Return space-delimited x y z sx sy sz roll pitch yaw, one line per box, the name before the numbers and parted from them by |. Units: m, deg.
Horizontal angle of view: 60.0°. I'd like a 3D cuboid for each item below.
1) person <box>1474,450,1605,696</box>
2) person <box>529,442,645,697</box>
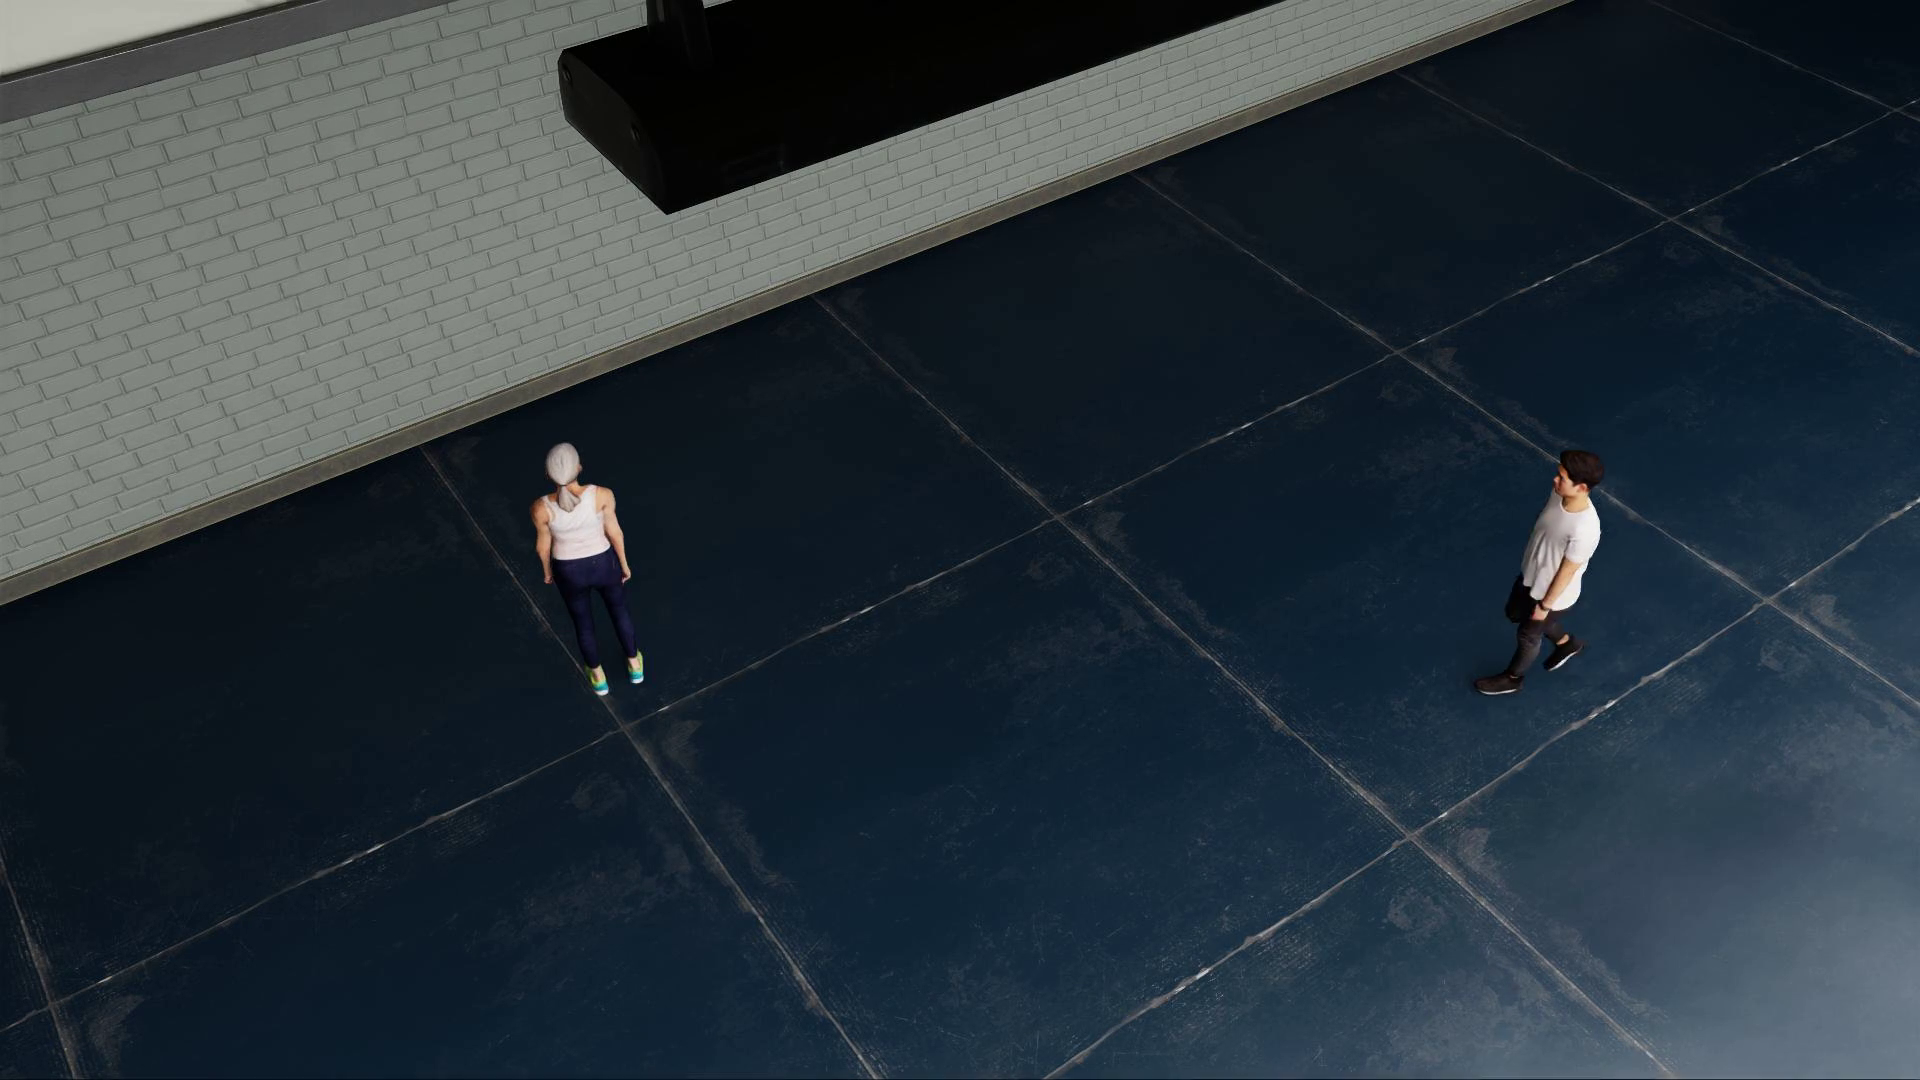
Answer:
person | 3.182 0.210 8.765 0.923 1.707 0.896 0 43 0
person | -1.976 0.195 8.785 0.671 1.700 0.643 -13 45 -13
